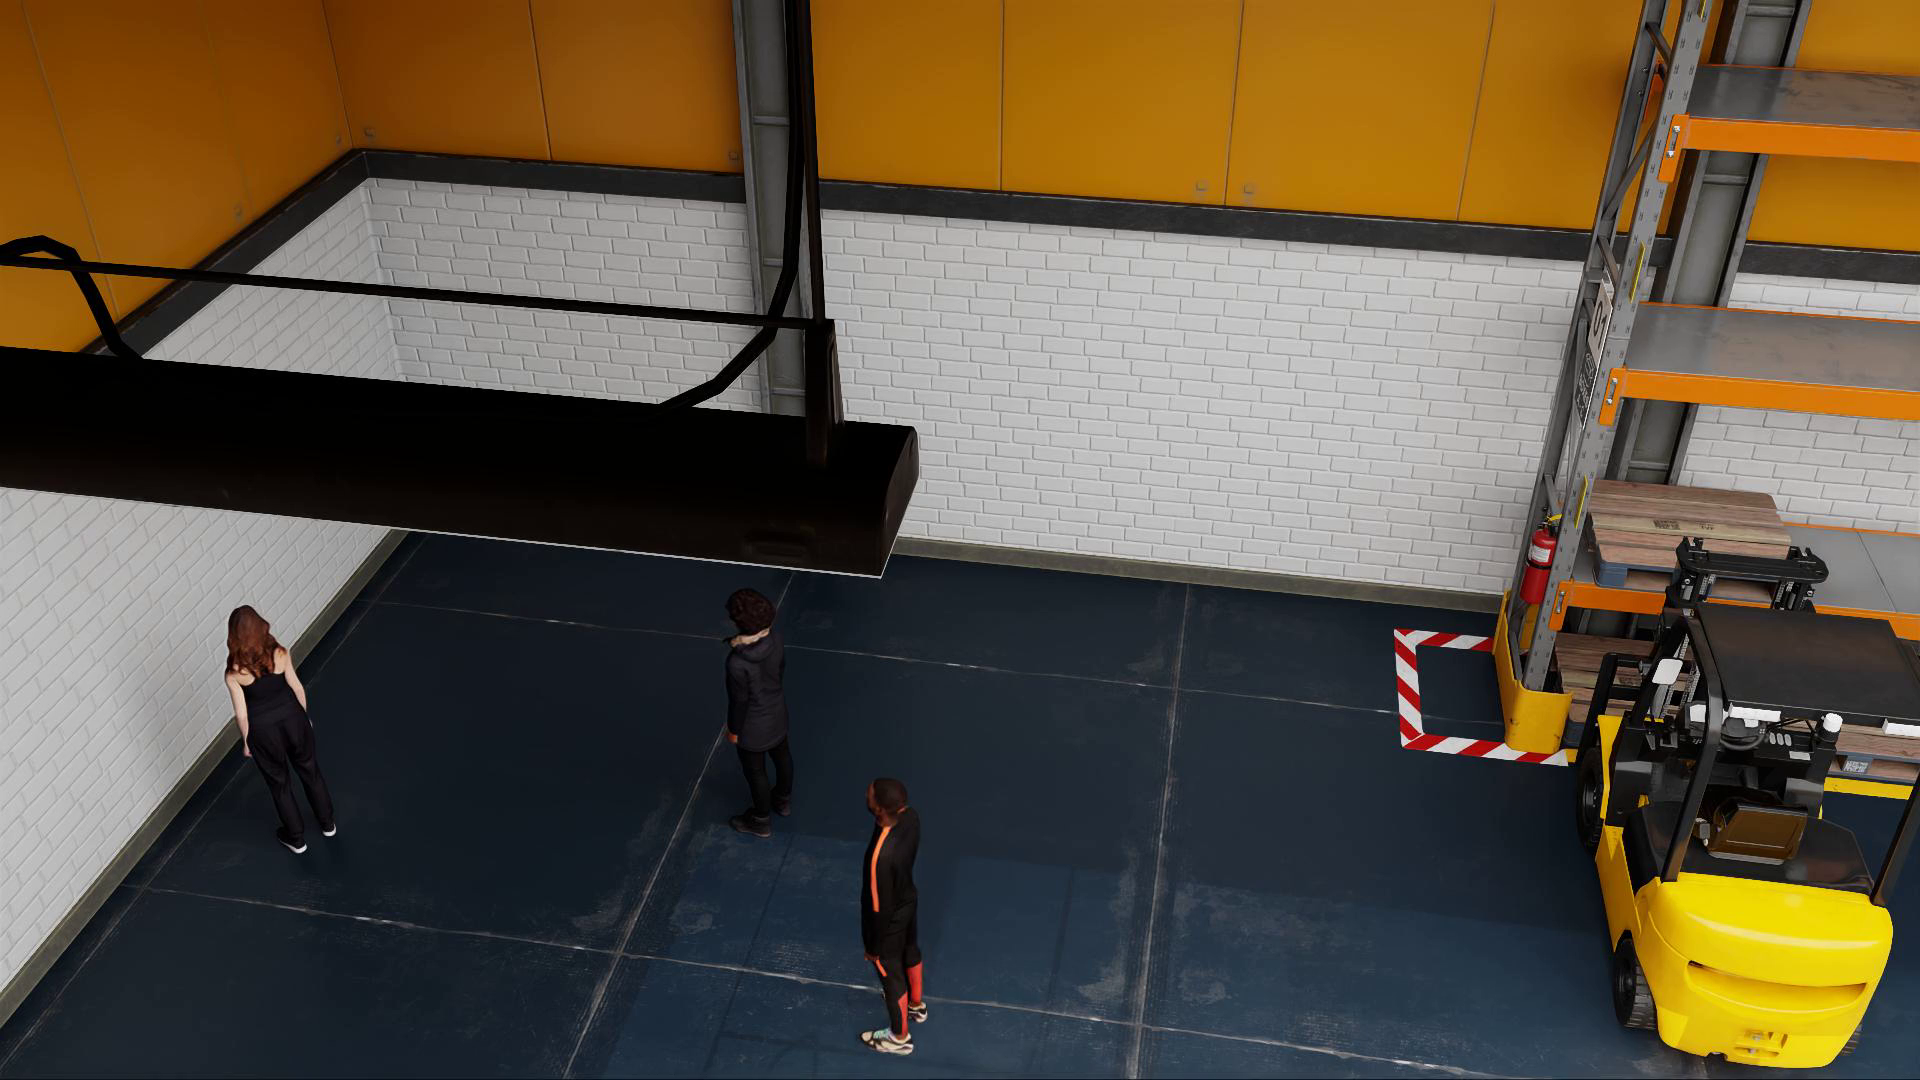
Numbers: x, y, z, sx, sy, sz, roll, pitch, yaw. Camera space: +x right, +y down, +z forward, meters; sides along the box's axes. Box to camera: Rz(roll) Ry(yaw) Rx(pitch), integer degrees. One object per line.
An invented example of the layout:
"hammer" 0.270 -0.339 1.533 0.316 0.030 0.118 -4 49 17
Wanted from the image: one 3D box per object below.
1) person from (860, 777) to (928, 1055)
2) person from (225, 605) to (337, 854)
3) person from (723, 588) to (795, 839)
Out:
"person" -0.347 1.934 8.631 0.597 1.808 0.671 12 36 18
"person" -4.065 1.123 9.905 0.661 1.748 0.700 -27 42 -34
"person" -1.202 1.039 10.001 0.732 1.781 0.716 21 39 29
